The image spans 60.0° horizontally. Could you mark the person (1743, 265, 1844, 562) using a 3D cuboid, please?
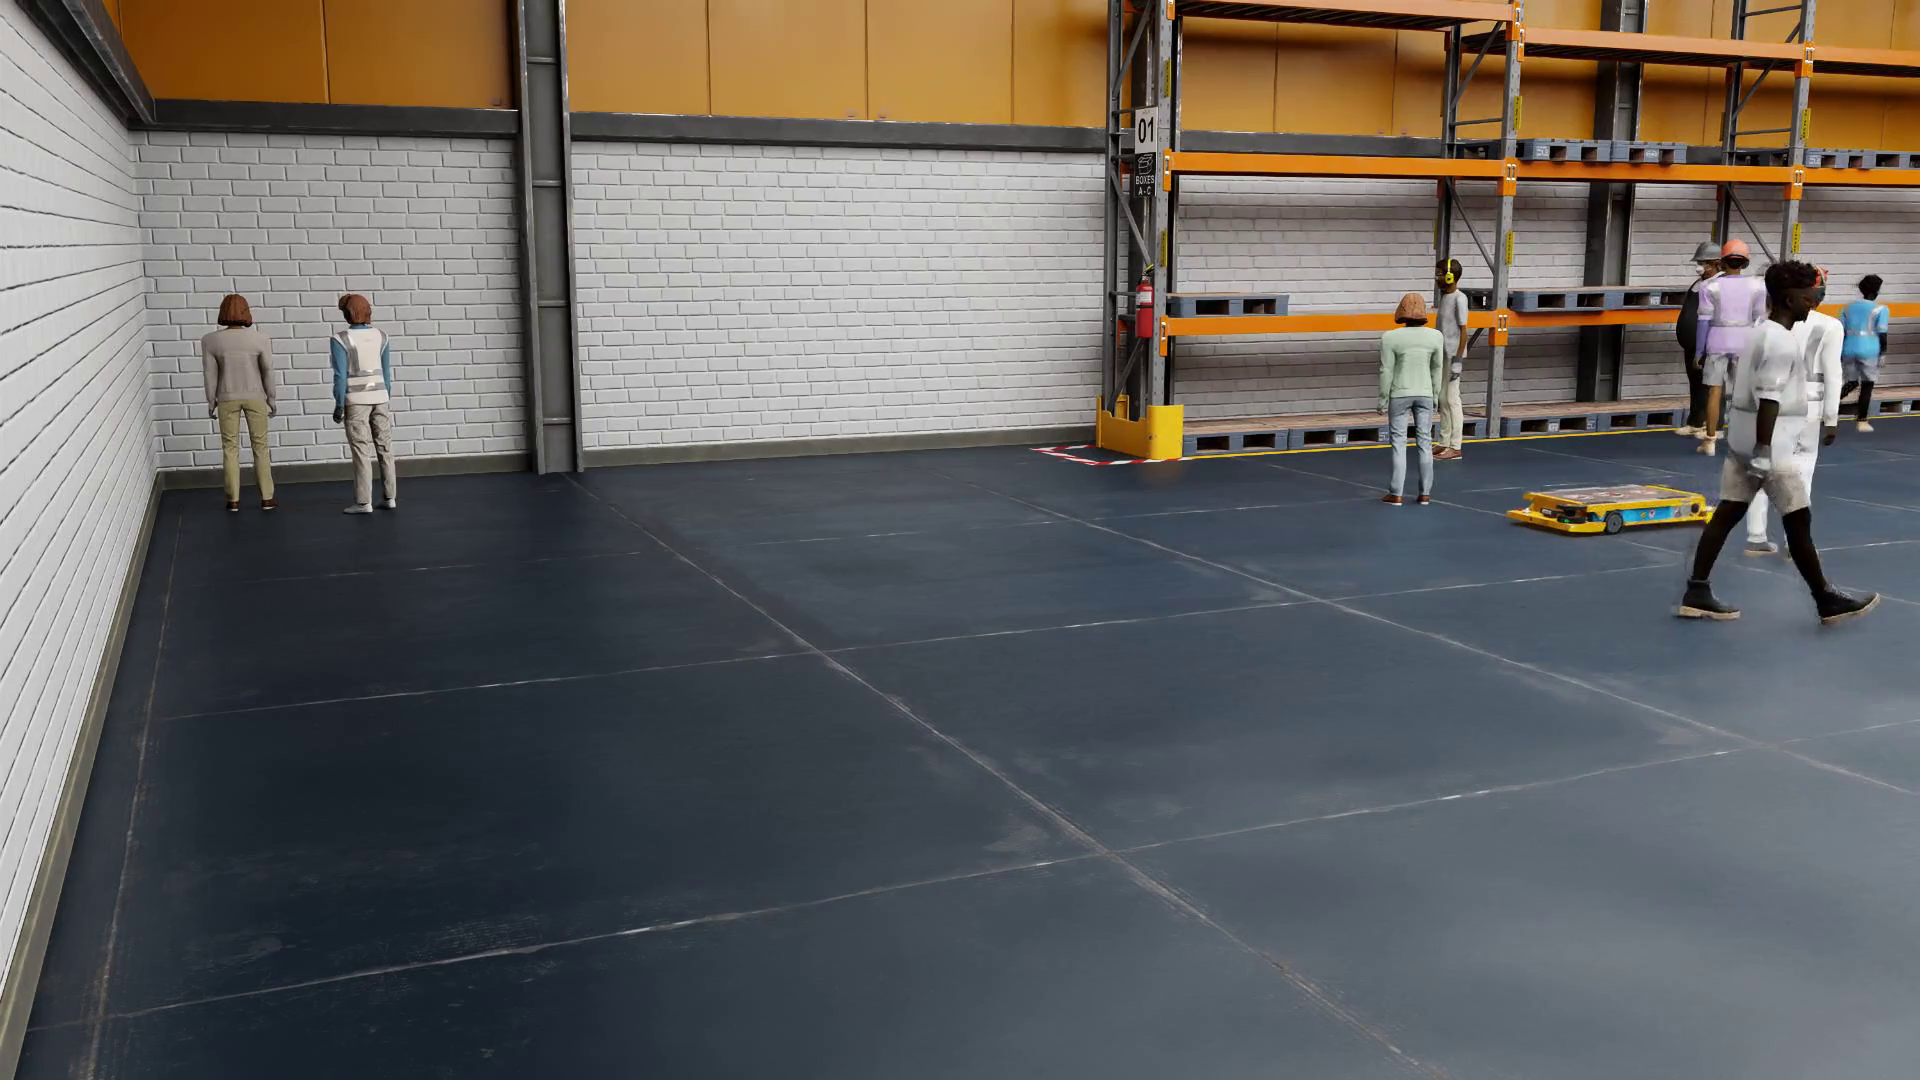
[{"bbox_3d":[5.286,-0.798,10.557,0.350,1.882,0.573,-7,13,-36],"label":"person"}]

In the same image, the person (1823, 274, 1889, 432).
[{"bbox_3d":[9.535,-1.972,17.666,0.477,1.688,0.546,-4,11,-24],"label":"person"}]

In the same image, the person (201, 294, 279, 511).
[{"bbox_3d":[-5.414,-1.030,12.535,0.501,1.633,0.279,-3,11,-19],"label":"person"}]

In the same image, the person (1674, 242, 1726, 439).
[{"bbox_3d":[7.672,-2.067,17.176,0.536,2.000,0.683,-1,10,-6],"label":"person"}]

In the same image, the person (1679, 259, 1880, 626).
[{"bbox_3d":[4.334,-0.499,8.743,0.990,1.918,0.617,2,10,11],"label":"person"}]

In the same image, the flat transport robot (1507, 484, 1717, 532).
[{"bbox_3d":[4.713,-0.237,11.907,1.431,0.197,0.652,-4,11,-21],"label":"flat transport robot"}]

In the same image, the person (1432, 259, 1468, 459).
[{"bbox_3d":[4.546,-1.675,15.505,0.336,1.859,0.521,-1,10,-3],"label":"person"}]

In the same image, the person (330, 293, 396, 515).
[{"bbox_3d":[-4.441,-1.007,12.384,0.313,1.641,0.516,6,12,31],"label":"person"}]

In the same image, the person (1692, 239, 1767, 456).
[{"bbox_3d":[7.245,-1.805,15.704,0.605,2.045,0.378,2,10,10],"label":"person"}]

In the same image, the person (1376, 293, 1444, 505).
[{"bbox_3d":[3.457,-1.079,12.800,0.498,1.634,0.284,-1,10,-5],"label":"person"}]
